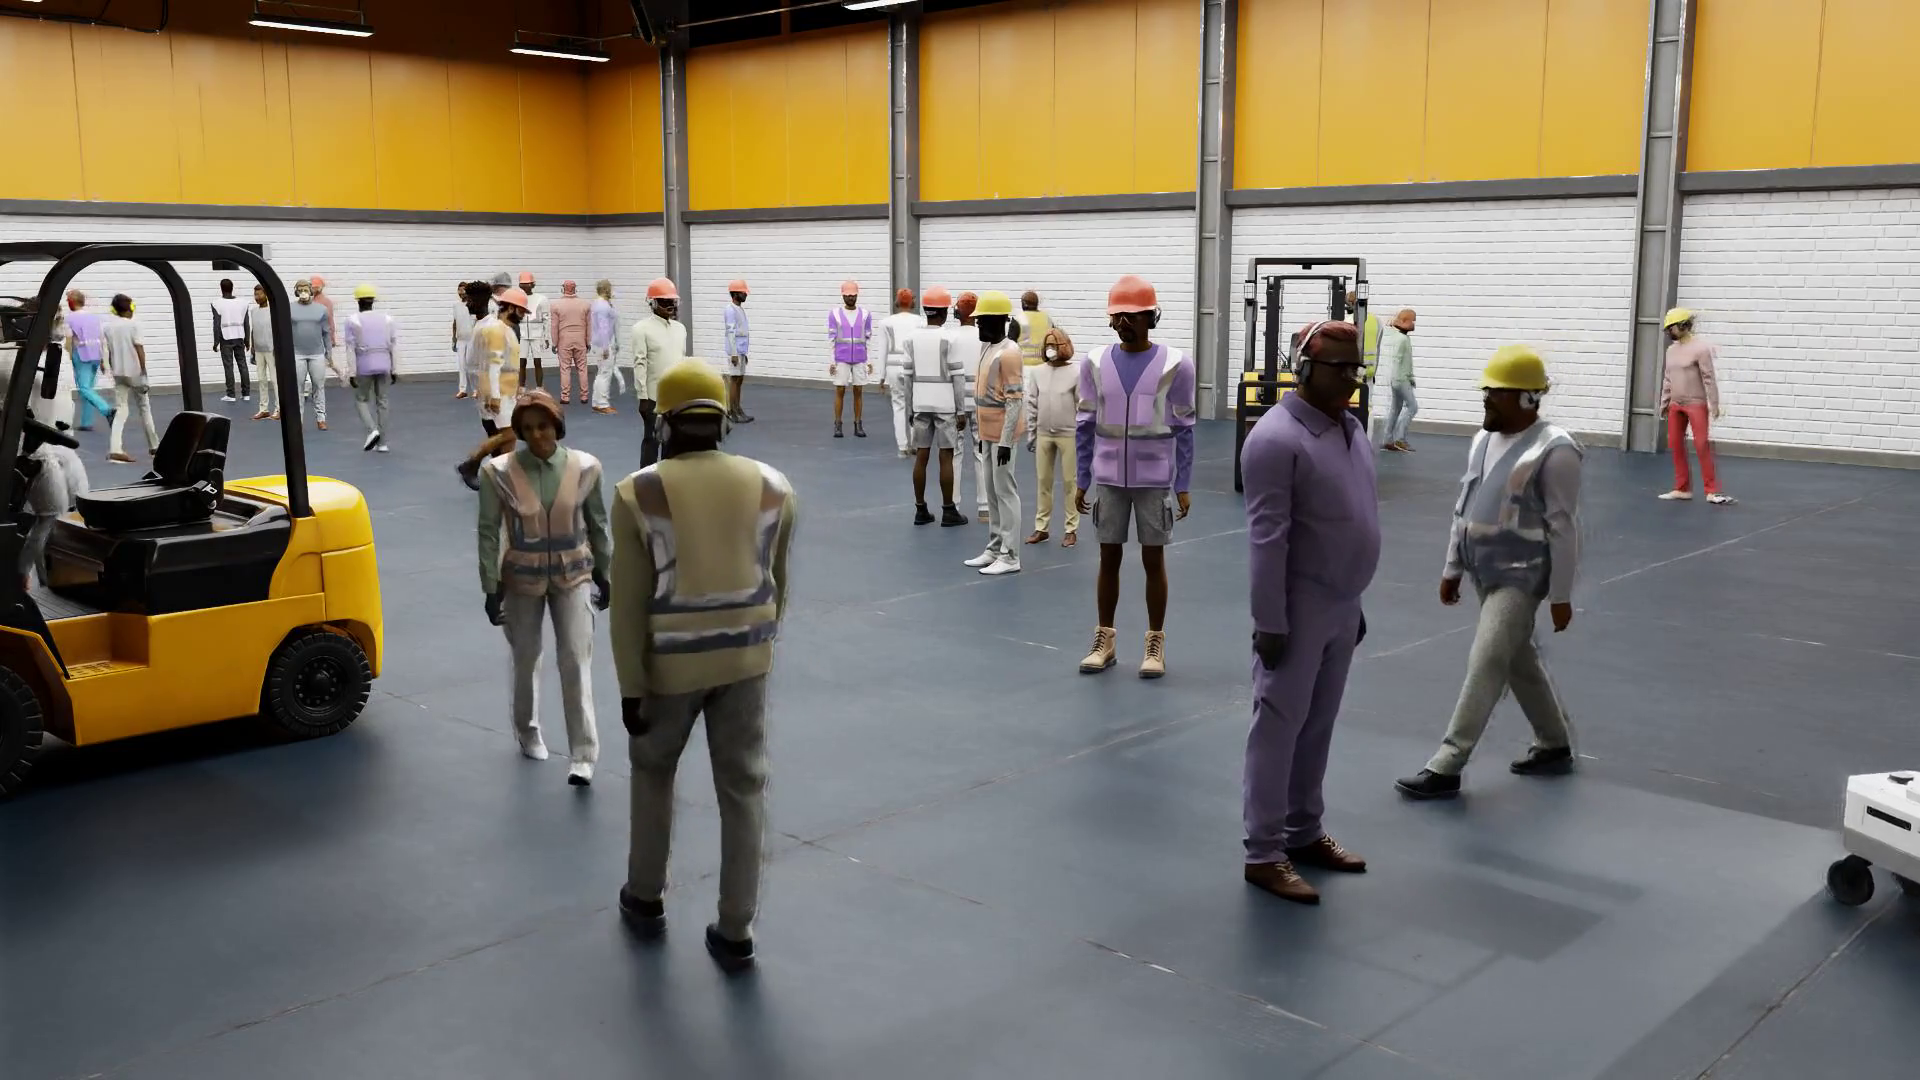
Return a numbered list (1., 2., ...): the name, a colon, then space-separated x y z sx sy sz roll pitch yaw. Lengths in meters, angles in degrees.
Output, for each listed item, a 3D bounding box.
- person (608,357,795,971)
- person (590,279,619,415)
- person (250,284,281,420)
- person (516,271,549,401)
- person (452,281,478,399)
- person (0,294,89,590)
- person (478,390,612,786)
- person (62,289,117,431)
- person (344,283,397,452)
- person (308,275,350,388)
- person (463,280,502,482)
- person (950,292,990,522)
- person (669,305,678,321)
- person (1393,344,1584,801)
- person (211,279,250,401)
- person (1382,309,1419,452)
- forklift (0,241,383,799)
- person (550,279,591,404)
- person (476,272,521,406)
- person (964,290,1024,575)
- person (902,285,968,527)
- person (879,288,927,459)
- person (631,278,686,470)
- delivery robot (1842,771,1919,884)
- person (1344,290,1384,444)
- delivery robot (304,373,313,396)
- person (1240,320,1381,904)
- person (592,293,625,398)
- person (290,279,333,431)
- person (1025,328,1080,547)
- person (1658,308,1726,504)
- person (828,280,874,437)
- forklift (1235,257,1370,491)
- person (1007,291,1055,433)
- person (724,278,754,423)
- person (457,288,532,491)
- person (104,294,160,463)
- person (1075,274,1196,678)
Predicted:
1. person: -0.812 0.351 5.073 0.591 1.801 0.772 -4 10 -24
2. person: -5.101 -2.734 23.674 0.394 1.915 0.679 -2 10 -15
3. person: -9.551 -2.581 22.853 0.512 1.874 0.328 3 10 17
4. person: -6.748 -3.187 26.044 0.615 2.041 0.384 -1 9 -8
5. person: -7.864 -3.168 26.491 0.513 1.862 0.328 2 9 12
6. person: -5.487 -0.491 9.873 0.532 1.924 0.655 -1 9 -3
7. person: -1.668 0.187 6.739 0.548 1.592 0.886 -3 10 -20
8. person: -11.037 -2.268 21.123 0.741 1.820 0.585 3 10 19
9. person: -6.639 -1.933 18.769 0.606 1.914 0.431 -8 12 -39
10. person: -10.692 -3.465 28.000 0.616 1.967 0.874 8 12 40
11. person: -4.484 -1.471 15.758 0.362 1.963 0.614 -4 10 -23
12. person: 0.070 -1.083 13.632 0.584 1.882 0.346 1 9 6
13. person: -3.448 -2.020 20.048 0.854 1.649 0.554 6 11 31
14. person: 2.154 0.116 6.602 0.907 1.785 0.606 -2 10 -13
15. person: -11.434 -3.126 26.131 0.373 1.891 0.596 7 12 38
16. person: 5.035 -1.791 18.803 0.519 1.616 0.511 3 10 16
17. forklift: -3.706 -0.171 7.093 1.214 2.155 2.313 9 13 43
18. person: -5.973 -3.037 25.543 0.641 1.908 0.407 -5 11 -28
19. person: -6.606 -2.838 23.912 0.640 2.000 0.701 4 10 24
20. person: 0.244 -0.729 11.332 0.370 1.927 0.588 -3 10 -16
21. person: -0.190 -1.074 13.408 0.542 1.939 0.363 5 10 28
22. person: -0.600 -1.820 18.215 0.578 1.870 0.424 0 9 -1
23. person: -2.533 -1.232 14.207 0.375 1.995 0.611 6 11 32
24. delivery robot: 3.107 0.916 5.152 0.477 0.478 0.707 -2 9 -13
25. person: 4.300 -1.793 18.134 0.619 1.838 0.430 -6 11 -32
26. delivery robot: -10.339 -2.483 25.995 0.477 0.478 0.707 -5 11 -29
27. person: 1.192 0.225 5.551 0.400 1.905 0.644 8 12 40
28. person: -5.629 -3.109 26.534 0.481 1.726 0.503 -9 13 -44
29. person: -8.352 -2.361 21.298 0.627 1.941 0.371 -4 10 -23
30. person: 0.728 -0.765 12.443 0.501 1.633 0.282 5 11 28
31. person: 6.495 -1.177 14.717 0.410 1.725 0.702 -3 10 -19
32. person: -1.340 -2.223 20.477 0.563 1.935 0.378 -2 9 -12
33. forklift: 3.309 -1.629 16.029 1.214 2.155 2.313 2 9 11
34. person: 0.842 -2.185 20.681 0.634 1.792 0.953 -6 11 -35
35. person: -2.987 -2.550 22.450 0.349 1.942 0.545 1 9 6
36. person: -4.197 -1.329 15.107 0.618 1.894 0.635 0 9 2
37. person: -8.923 -1.741 17.936 0.586 1.797 0.967 1 9 7
38. person: 0.870 -0.312 8.422 0.614 2.040 0.391 3 10 20
